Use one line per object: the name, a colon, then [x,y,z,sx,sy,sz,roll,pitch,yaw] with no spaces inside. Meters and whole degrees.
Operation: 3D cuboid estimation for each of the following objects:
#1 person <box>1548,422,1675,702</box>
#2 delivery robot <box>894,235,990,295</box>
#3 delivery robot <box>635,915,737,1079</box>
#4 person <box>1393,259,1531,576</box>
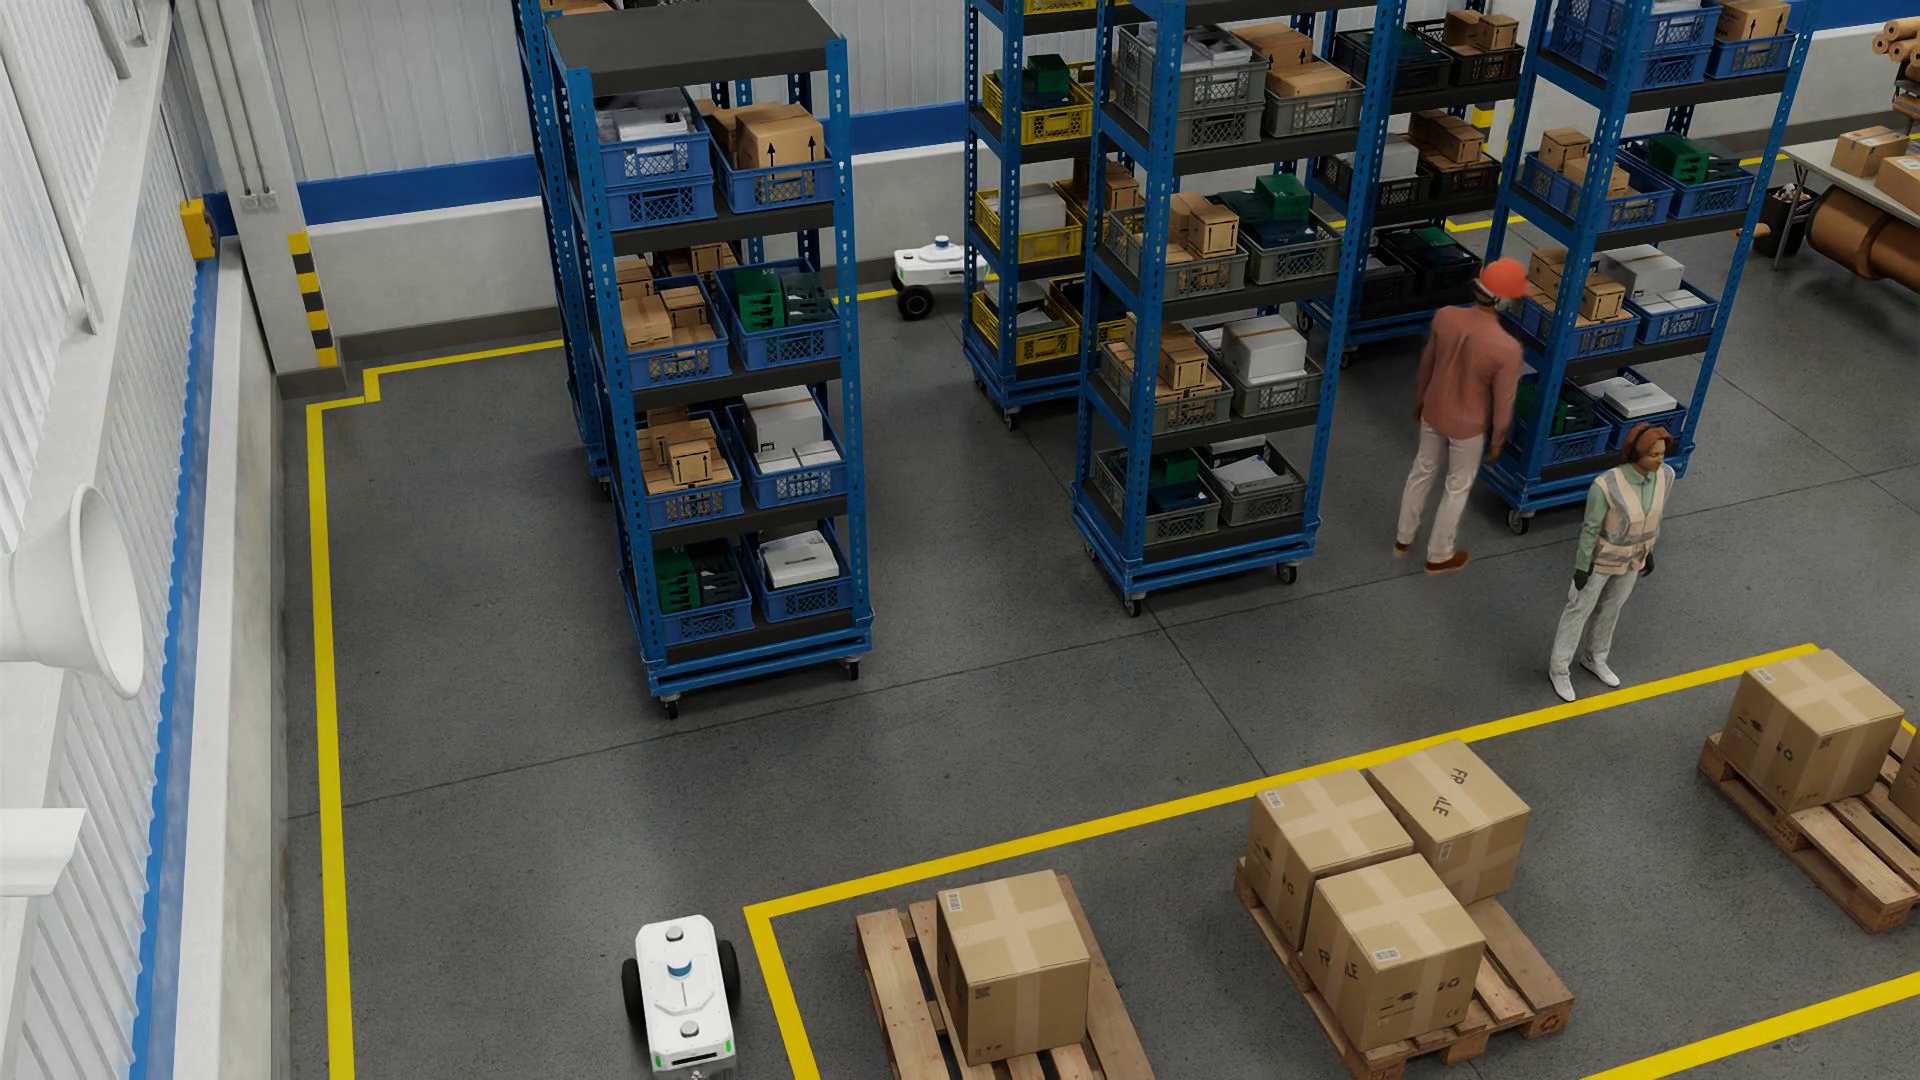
person: [3.415,0.105,8.699,0.516,1.645,0.308,-14,38,-19]
delivery robot: [-0.135,-2.077,12.654,0.707,0.478,0.477,-5,35,-7]
delivery robot: [-1.158,1.921,6.985,0.477,0.478,0.707,-9,36,-12]
person: [2.897,-0.711,9.576,0.438,1.977,0.649,-22,41,-28]
